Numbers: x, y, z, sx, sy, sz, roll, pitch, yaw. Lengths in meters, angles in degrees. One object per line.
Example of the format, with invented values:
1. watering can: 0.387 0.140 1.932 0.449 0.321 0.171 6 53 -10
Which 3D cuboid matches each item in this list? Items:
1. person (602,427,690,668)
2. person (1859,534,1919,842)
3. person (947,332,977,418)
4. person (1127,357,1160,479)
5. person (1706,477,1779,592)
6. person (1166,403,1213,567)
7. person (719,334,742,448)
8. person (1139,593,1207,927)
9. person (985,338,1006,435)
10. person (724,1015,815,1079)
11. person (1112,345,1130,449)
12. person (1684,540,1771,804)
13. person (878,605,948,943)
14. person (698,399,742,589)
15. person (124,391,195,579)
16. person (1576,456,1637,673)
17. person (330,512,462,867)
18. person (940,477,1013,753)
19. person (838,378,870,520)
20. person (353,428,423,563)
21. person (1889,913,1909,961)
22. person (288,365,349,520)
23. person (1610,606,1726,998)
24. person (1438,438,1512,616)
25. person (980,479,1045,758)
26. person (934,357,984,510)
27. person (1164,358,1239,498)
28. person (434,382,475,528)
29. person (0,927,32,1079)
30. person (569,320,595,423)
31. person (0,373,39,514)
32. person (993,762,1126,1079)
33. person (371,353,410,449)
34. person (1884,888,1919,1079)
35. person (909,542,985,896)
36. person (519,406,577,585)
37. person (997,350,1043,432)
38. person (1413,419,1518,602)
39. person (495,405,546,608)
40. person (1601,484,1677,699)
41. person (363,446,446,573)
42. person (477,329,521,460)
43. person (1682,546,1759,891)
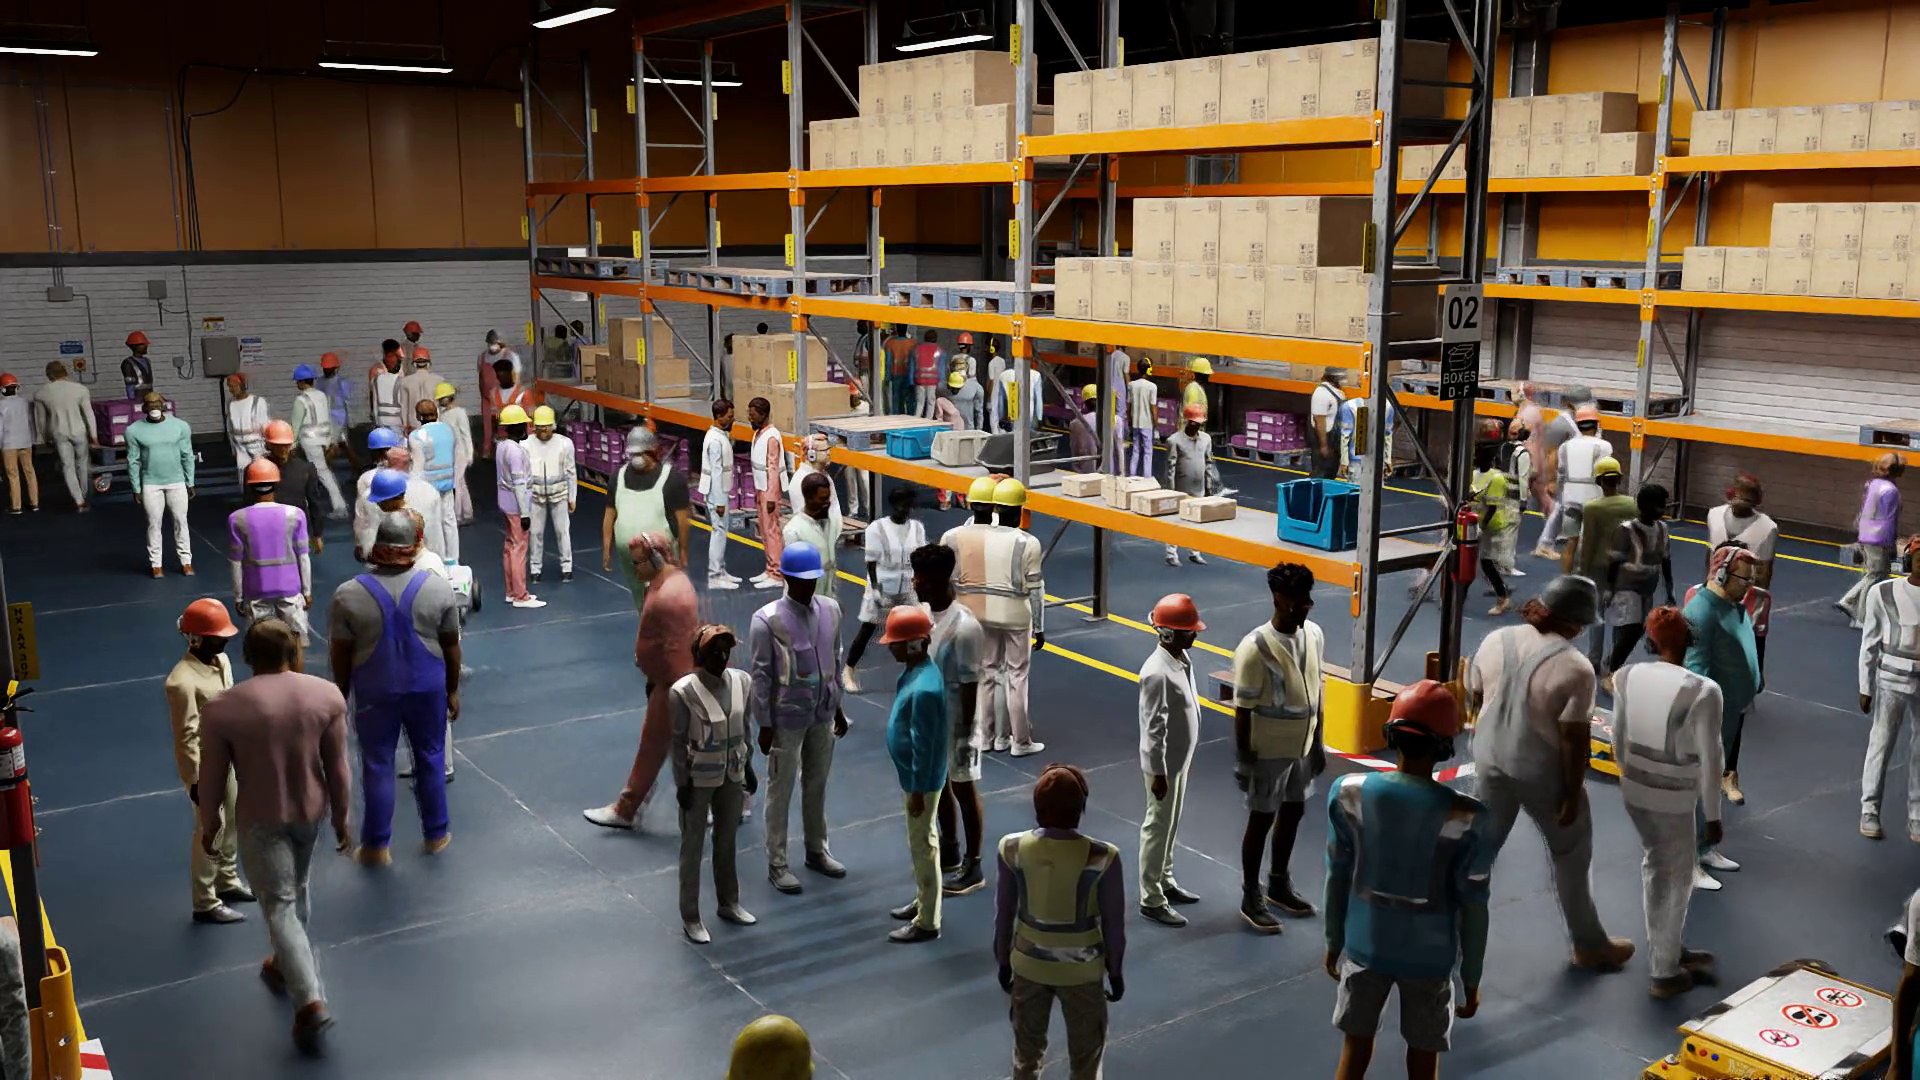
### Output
1. person: -2.620 0.042 13.635 0.694 2.000 0.978 3 11 13
2. person: 5.634 0.866 9.862 0.567 1.879 0.352 3 11 14
3. person: 0.064 -2.196 25.388 0.543 1.929 0.385 11 15 44
4. person: 2.402 -1.451 21.715 0.327 1.874 0.518 -10 15 -43
5. person: 5.808 0.397 12.437 0.544 1.795 0.605 -7 13 -33
6. person: 2.434 -0.579 17.587 0.566 1.742 0.352 -5 12 -25
7. person: -3.657 -2.444 26.970 0.535 1.820 0.994 -1 11 -5
8. person: 1.118 1.136 8.772 0.329 1.751 0.572 4 12 20
9. person: 0.525 -2.134 25.235 0.332 1.864 0.505 5 12 24
10. person: -0.491 2.035 4.240 0.492 1.730 0.324 3 11 15
11. person: 2.527 -2.362 26.478 0.355 1.834 0.524 -8 14 -36
12. person: 4.810 0.828 10.498 0.540 1.696 0.315 2 11 8
13. person: -0.239 1.187 8.561 0.351 1.739 0.568 -1 11 -5
14. person: -2.398 -0.458 16.549 0.401 1.907 0.597 -1 11 -5
15. person: -8.173 -0.566 17.045 0.627 1.933 0.369 -6 13 -29
16. person: 5.242 0.200 13.544 0.524 1.764 0.329 -4 12 -19
17. person: -3.241 0.833 9.588 0.712 2.000 0.620 -4 12 -21
18. person: 0.157 0.520 11.481 0.588 1.927 0.370 1 11 7
19. person: -1.270 -1.106 20.286 0.568 1.743 0.342 4 12 19
20. person: -4.921 -0.023 14.382 1.025 1.884 0.619 8 14 37
21. person: 4.817 1.260 7.818 0.492 1.888 0.661 -2 11 -9
22. person: -7.930 -1.186 20.329 1.013 1.896 0.613 2 11 10
23. person: 3.430 1.240 8.047 0.488 1.852 0.637 -5 12 -26
24. person: 4.824 -0.110 15.406 0.632 1.664 0.553 -3 12 -16
25. person: 0.326 0.535 11.407 0.587 1.927 0.367 7 13 32
26. person: -0.015 -1.337 20.960 0.628 1.940 0.373 1 11 3
27. person: 3.123 -1.440 21.676 1.007 1.861 0.599 3 12 16
28. person: -6.052 -0.991 19.677 0.545 1.745 0.617 10 15 41
29. person: -3.302 1.788 5.469 0.492 1.740 0.320 2 11 8
30. person: -6.477 -2.800 28.474 0.374 1.933 0.625 1 11 7
31. person: -11.811 -1.208 20.771 0.330 1.750 0.572 5 12 24
32. person: 0.376 1.662 6.409 0.522 1.632 0.314 4 12 21
33. person: -7.622 -1.579 22.367 0.585 1.873 0.349 4 12 18
34. person: 3.290 1.751 5.393 0.508 1.847 0.345 9 14 38
35. person: -0.091 0.969 9.132 0.411 1.954 0.611 -7 13 -30
36. person: -4.147 -0.448 16.720 0.593 1.824 0.407 -2 11 -11
37. person: 0.836 -1.720 23.108 0.622 1.864 0.982 -1 11 -3
38. person: 4.906 -0.286 16.030 1.040 1.774 0.623 1 11 5
39. person: -4.192 -0.318 15.763 0.356 1.930 0.586 -6 13 -28
40. person: 5.205 0.376 12.861 0.554 1.671 0.526 -5 12 -26
41. person: -4.390 0.199 13.284 0.661 1.876 0.687 11 15 43
42. person: -7.061 -2.283 25.536 0.681 2.000 0.991 1 11 3
43. person: 4.207 0.968 9.257 0.409 1.903 0.638 9 14 39
